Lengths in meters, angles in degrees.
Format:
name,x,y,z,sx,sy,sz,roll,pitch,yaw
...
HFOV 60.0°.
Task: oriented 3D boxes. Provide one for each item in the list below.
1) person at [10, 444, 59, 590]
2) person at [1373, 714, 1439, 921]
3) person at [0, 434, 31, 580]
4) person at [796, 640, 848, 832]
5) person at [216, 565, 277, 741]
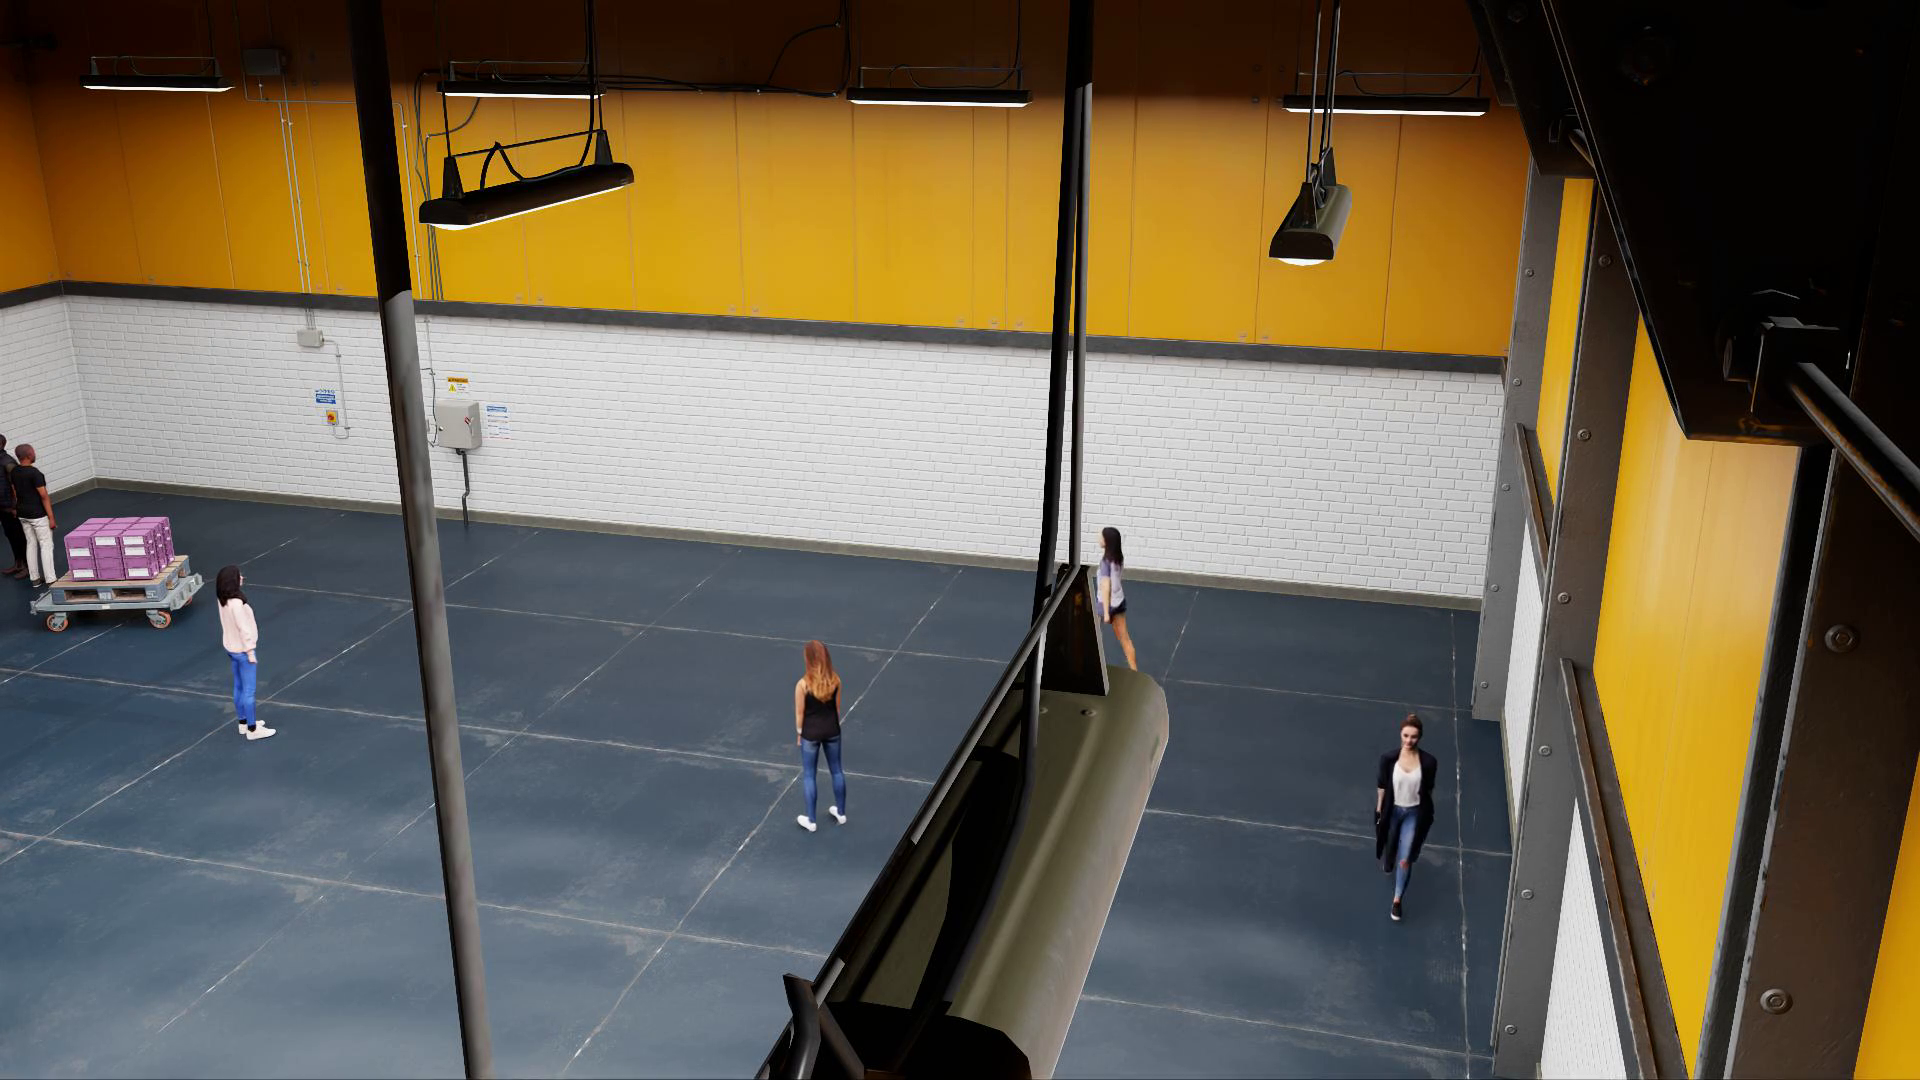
name,x,y,z,sx,sy,sz,roll,pitch,yaw
person,-11.287,-0.295,20.280,0.683,1.804,0.597,7,20,19
person,3.532,2.146,13.245,0.639,1.667,0.954,5,19,15
person,-11.800,-0.433,20.638,0.770,1.836,0.704,13,23,33
person,-1.213,1.694,14.506,0.648,1.718,0.701,-10,21,-26
person,-7.027,1.084,16.235,0.731,1.770,0.723,-16,25,-40
